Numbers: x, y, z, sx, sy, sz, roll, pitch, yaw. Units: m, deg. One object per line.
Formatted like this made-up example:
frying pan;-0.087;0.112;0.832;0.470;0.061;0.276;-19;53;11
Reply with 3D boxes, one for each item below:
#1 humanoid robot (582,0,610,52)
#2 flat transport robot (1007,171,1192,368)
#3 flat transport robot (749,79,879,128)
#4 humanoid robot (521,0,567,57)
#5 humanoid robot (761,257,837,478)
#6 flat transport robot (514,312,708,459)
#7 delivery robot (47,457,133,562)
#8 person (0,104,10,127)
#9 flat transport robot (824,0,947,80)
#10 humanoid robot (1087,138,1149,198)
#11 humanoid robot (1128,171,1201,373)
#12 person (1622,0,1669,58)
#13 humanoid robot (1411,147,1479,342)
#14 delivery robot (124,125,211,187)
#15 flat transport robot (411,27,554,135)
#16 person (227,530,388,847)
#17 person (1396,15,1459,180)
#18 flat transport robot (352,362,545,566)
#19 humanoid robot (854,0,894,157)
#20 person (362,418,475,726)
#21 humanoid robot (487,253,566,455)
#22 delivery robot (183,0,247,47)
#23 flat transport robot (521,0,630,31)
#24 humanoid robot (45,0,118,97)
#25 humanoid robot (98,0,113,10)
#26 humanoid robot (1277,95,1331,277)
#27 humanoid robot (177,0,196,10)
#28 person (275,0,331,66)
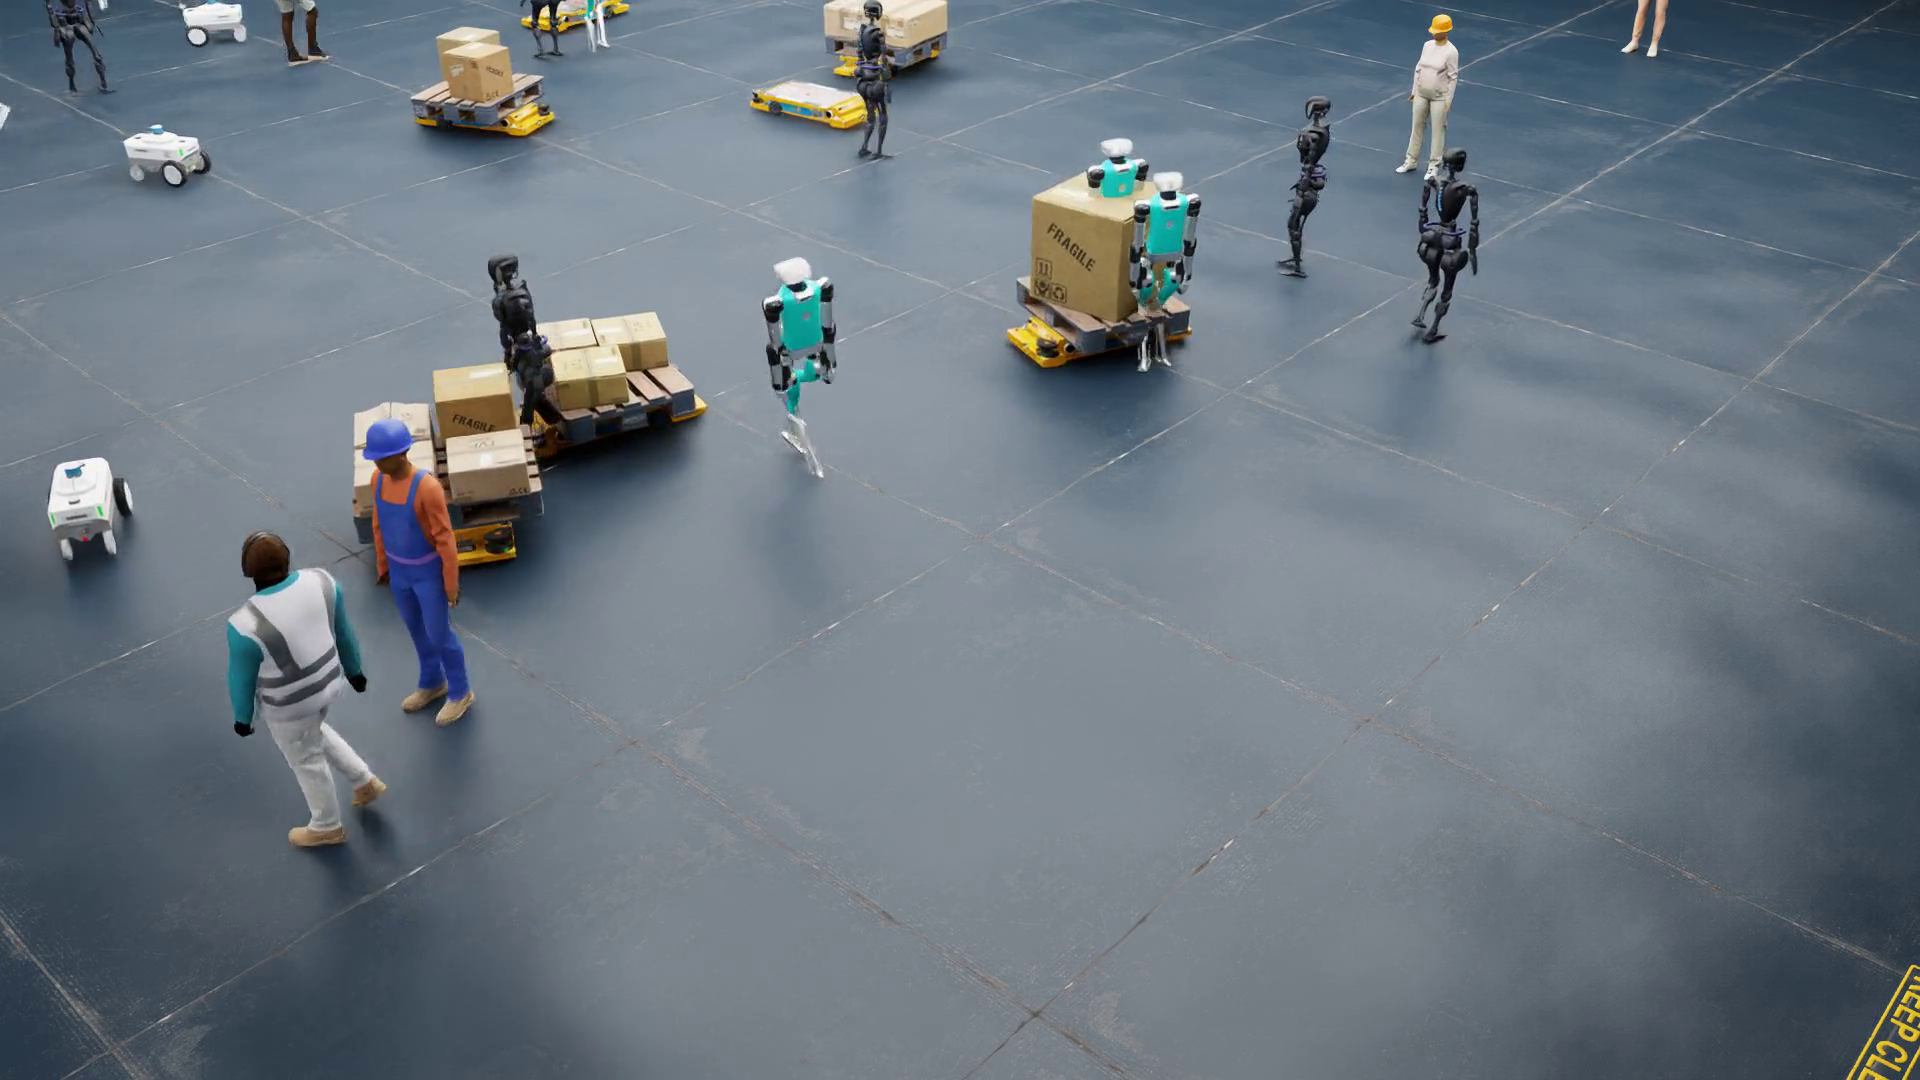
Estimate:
humanoid robot;-4.654;-7.070;21.217;0.533;1.842;0.771;-15;35;-23
flat transport robot;1.168;-1.794;14.043;1.431;0.231;0.659;-15;35;-22
flat transport robot;-1.698;-5.070;19.318;1.431;0.231;0.659;20;37;29
humanoid robot;-5.258;-6.935;20.973;0.601;1.652;0.344;-24;39;-33
humanoid robot;-1.226;-1.277;11.852;0.576;1.773;0.948;-15;35;-23
flat transport robot;-2.732;-1.002;12.767;1.431;0.231;0.659;-18;36;-27
delivery robot;-5.947;-0.252;11.281;0.499;0.587;0.777;-11;34;-18
person;-11.012;-5.391;18.290;0.463;1.899;0.606;-19;37;-28
flat transport robot;-0.907;-6.066;20.923;0.659;0.231;1.431;18;36;26
humanoid robot;1.145;-2.549;13.903;0.530;1.798;0.881;-13;34;-20
humanoid robot;1.528;-2.141;13.218;0.558;1.794;0.789;-7;33;-12
person;8.834;-7.079;21.034;0.513;1.871;0.362;23;39;33
humanoid robot;4.017;-2.442;13.747;0.352;1.644;0.600;-24;39;-33
delivery robot;-8.289;-4.021;17.361;0.779;0.597;0.499;7;33;11
flat transport robot;-5.432;-4.866;18.990;1.431;0.231;0.659;10;33;15
person;-3.364;0.779;8.431;0.478;1.825;0.603;8;33;12
person;4.879;-4.576;17.175;0.333;1.689;0.473;-26;40;-35
flat transport robot;-3.524;-0.242;11.544;0.659;0.231;1.431;-9;33;-14
humanoid robot;-0.938;-4.902;17.729;0.336;1.657;0.608;-19;37;-28
person;-3.049;0.173;9.326;0.555;1.907;0.389;15;35;23
humanoid robot;-3.109;-1.290;11.923;0.676;1.626;0.599;-23;39;-32
delivery robot;-9.814;-6.824;21.867;0.793;0.590;0.499;-11;33;-17
flat transport robot;-5.283;-7.267;22.856;0.659;0.231;1.431;20;37;28
humanoid robot;-10.461;-6.079;19.620;0.591;1.639;0.587;19;37;28
humanoid robot;-12.008;-8.224;22.997;0.555;1.739;0.963;-12;34;-19
humanoid robot;3.074;-3.166;14.914;0.387;1.654;0.601;6;32;10
humanoid robot;-10.799;-8.062;22.760;0.531;1.796;0.772;-18;36;-26
person;-8.321;-6.933;20.735;0.644;1.936;0.668;21;38;30
